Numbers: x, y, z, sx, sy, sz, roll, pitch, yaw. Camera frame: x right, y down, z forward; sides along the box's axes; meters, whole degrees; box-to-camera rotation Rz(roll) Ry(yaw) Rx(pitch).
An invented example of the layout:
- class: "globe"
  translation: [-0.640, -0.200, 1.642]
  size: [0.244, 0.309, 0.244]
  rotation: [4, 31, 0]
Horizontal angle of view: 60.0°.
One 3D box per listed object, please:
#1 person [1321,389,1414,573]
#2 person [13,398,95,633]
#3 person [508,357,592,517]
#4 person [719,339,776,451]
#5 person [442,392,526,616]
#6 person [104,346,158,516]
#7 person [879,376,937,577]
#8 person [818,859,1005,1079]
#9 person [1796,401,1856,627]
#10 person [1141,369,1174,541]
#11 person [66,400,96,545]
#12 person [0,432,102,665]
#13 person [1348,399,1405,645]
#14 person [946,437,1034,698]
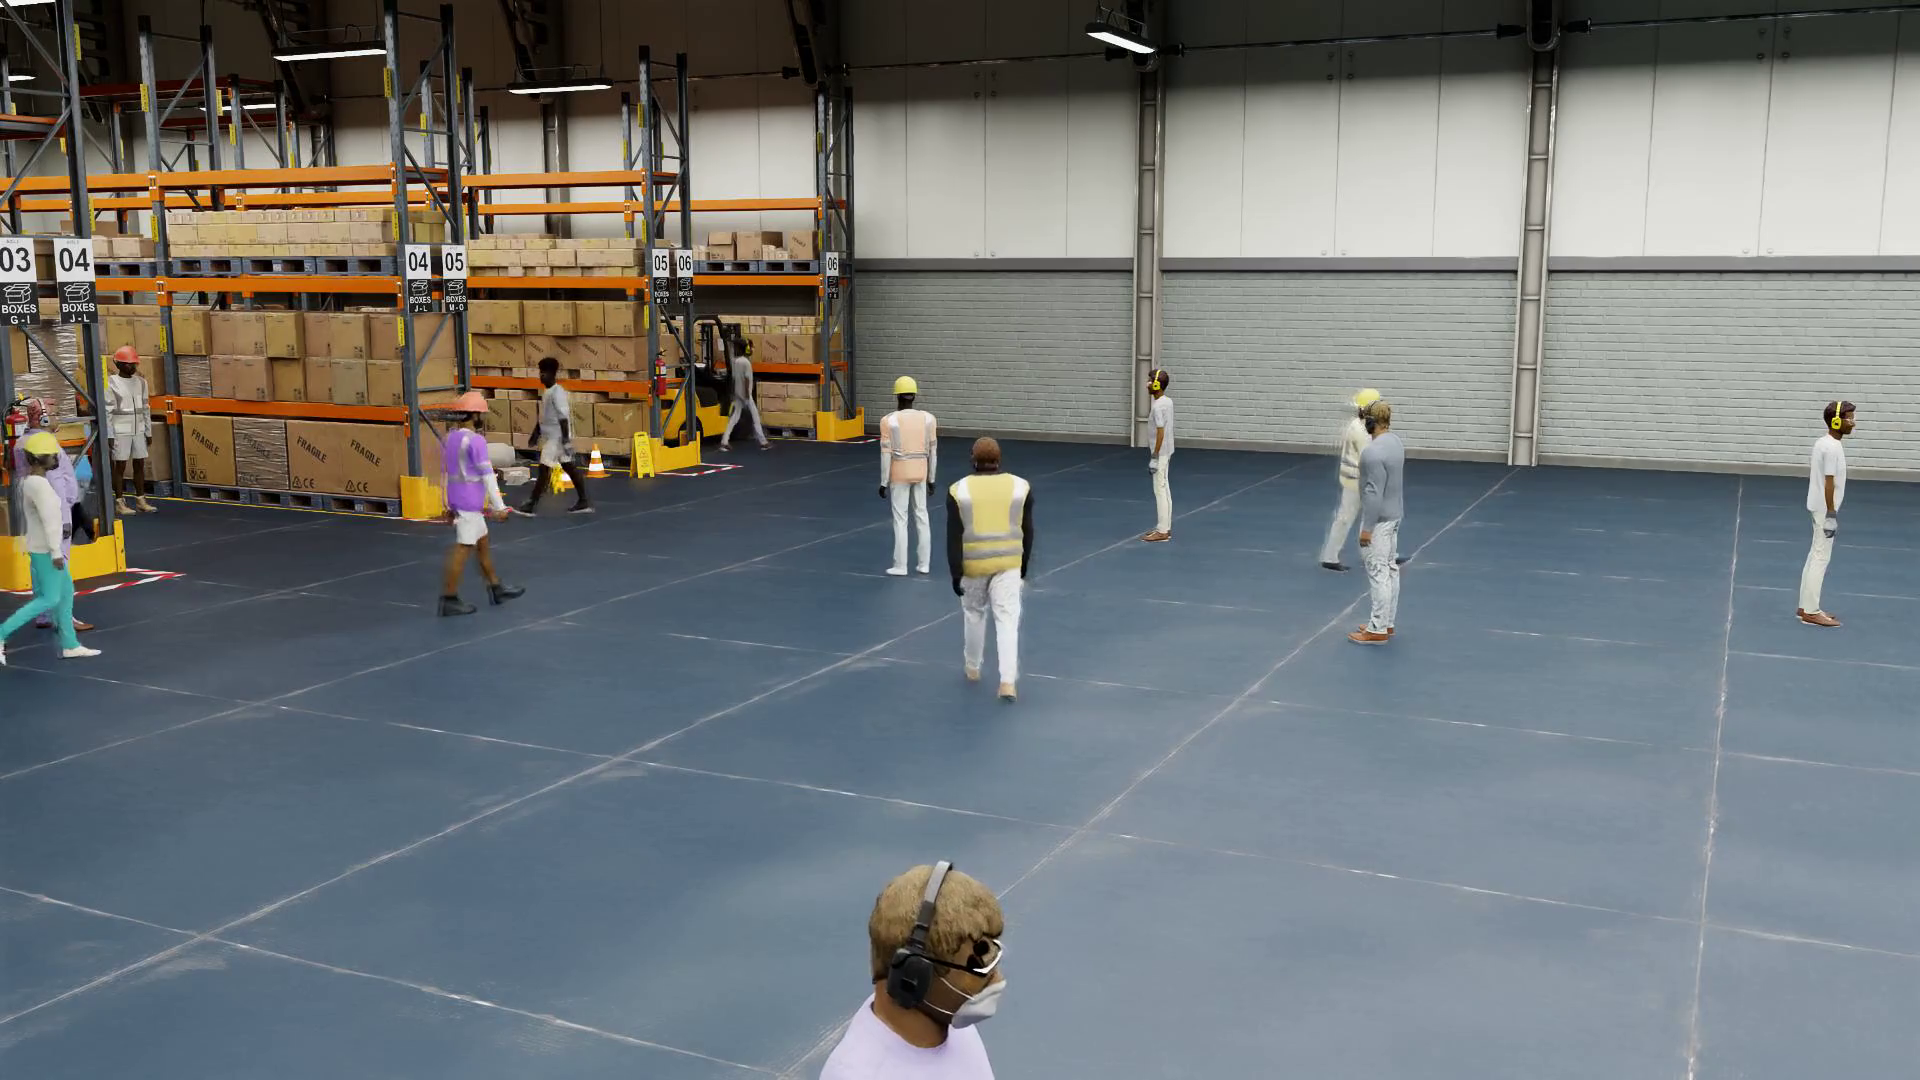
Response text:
- class: "person"
  translation: [3.940, -0.552, 16.056]
  size: [0.902, 1.788, 0.605]
  rotation: [2, 10, 15]
- class: "person"
  translation: [-7.394, -0.200, 13.547]
  size: [0.638, 1.909, 0.408]
  rotation: [8, 12, 40]
- class: "person"
  translation: [-4.886, -1.226, 19.840]
  size: [1.006, 1.905, 0.704]
  rotation: [-3, 10, -20]
- class: "person"
  translation: [-3.496, -2.349, 26.993]
  size: [0.975, 1.828, 0.513]
  rotation: [-7, 12, -37]
- class: "person"
  translation: [-4.106, -0.317, 14.309]
  size: [0.933, 1.896, 0.570]
  rotation: [-7, 12, -38]
- class: "person"
  translation: [-9.943, -1.303, 19.936]
  size: [0.403, 2.035, 0.606]
  rotation: [5, 10, 28]
- class: "person"
  translation: [-0.510, -0.610, 16.005]
  size: [0.594, 1.922, 0.386]
  rotation: [-4, 10, -26]
- class: "person"
  translation: [-0.075, 1.507, 3.001]
  size: [0.373, 1.935, 0.628]
  rotation: [2, 9, 10]
- class: "person"
  translation: [7.205, -0.225, 13.816]
  size: [0.309, 1.868, 0.535]
  rotation: [3, 10, 19]
- class: "person"
  translation: [2.149, -0.913, 18.042]
  size: [0.330, 1.869, 0.518]
  rotation: [3, 10, 19]
- class: "person"
  translation: [-9.109, -0.658, 17.111]
  size: [0.853, 1.657, 0.531]
  rotation: [4, 10, 23]
- class: "person"
  translation: [-6.876, 0.071, 12.378]
  size: [0.697, 1.743, 0.527]
  rotation: [-6, 11, -31]
- class: "person"
  translation: [3.288, -0.140, 13.094]
  size: [0.379, 1.937, 0.629]
  rotation: [6, 11, 31]
- class: "person"
  translation: [0.208, 0.180, 11.598]
  size: [0.620, 1.797, 1.001]
  rotation: [-1, 9, -4]
